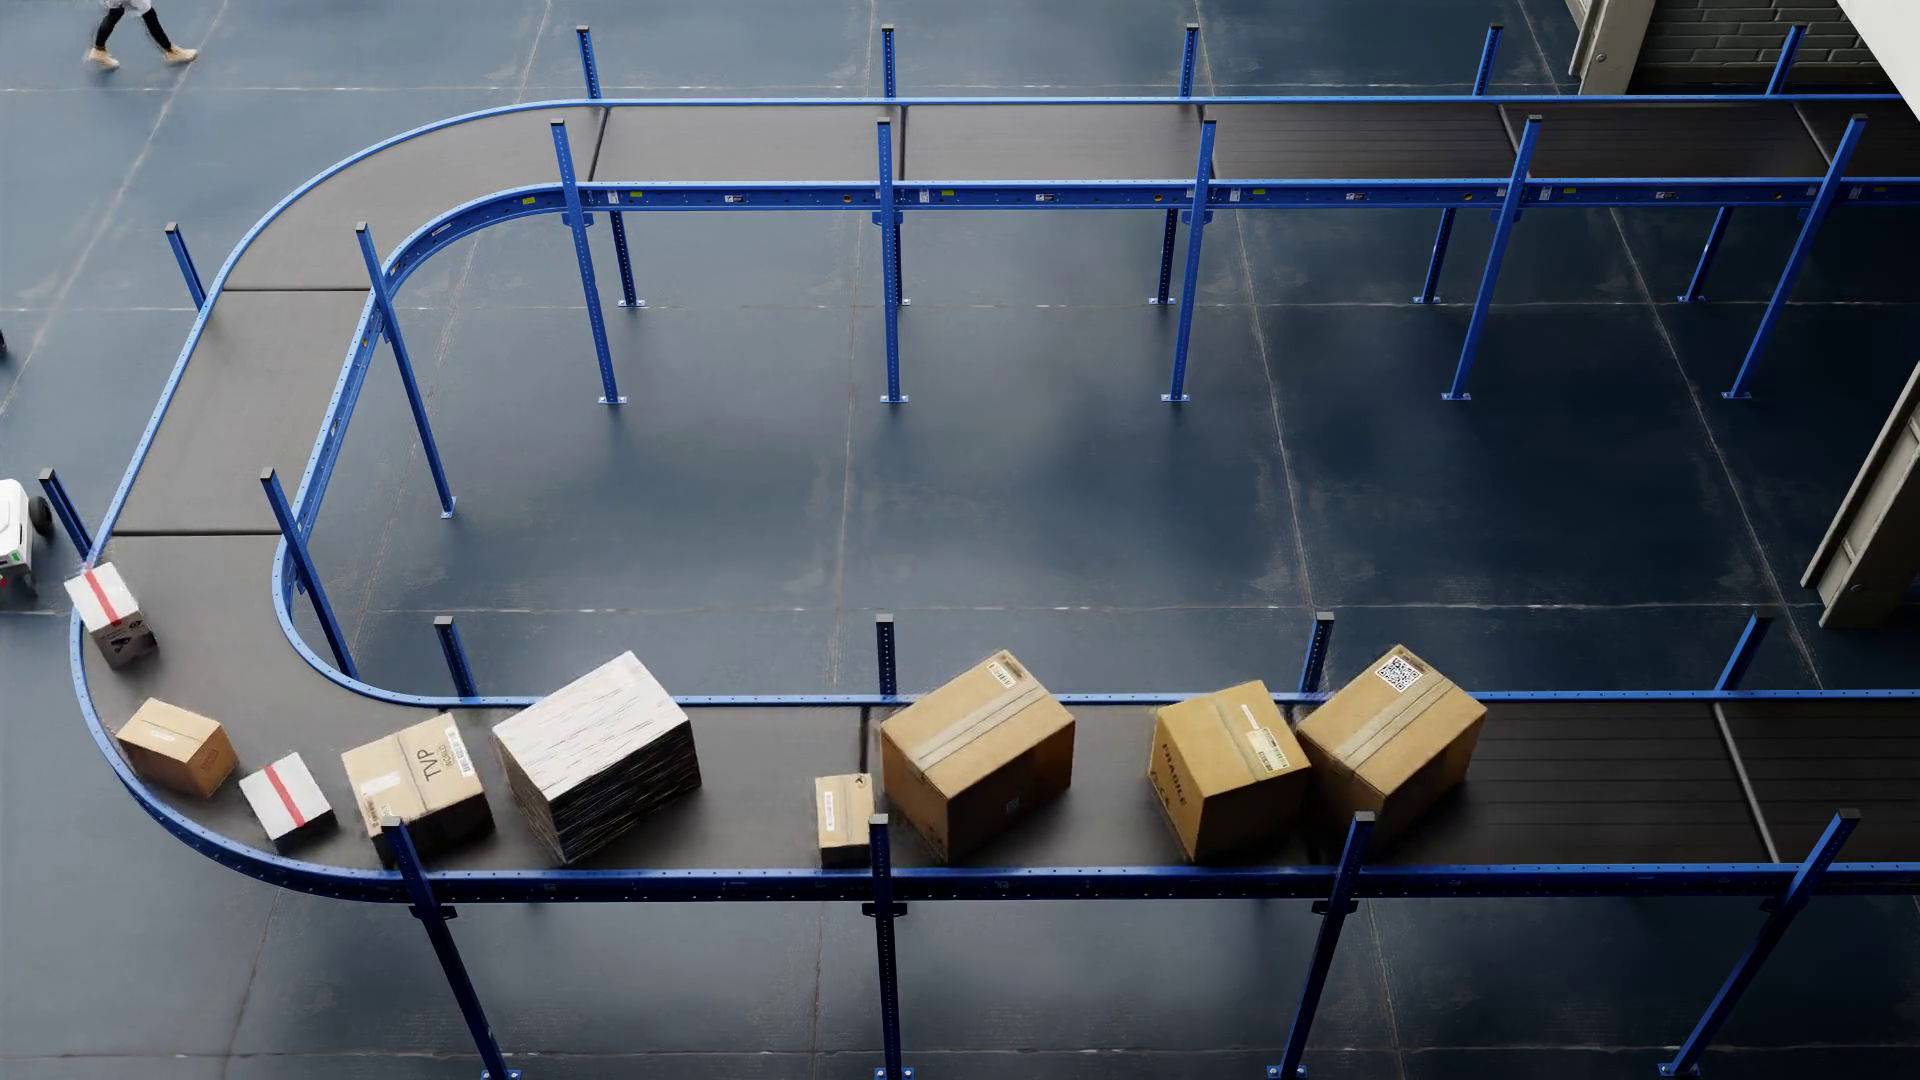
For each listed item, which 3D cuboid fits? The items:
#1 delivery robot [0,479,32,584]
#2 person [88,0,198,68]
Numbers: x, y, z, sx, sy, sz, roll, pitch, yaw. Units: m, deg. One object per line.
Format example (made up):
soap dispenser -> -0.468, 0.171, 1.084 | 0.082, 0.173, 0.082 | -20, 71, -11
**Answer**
delivery robot -> -6.122, -0.060, 10.906 | 0.477, 0.478, 0.707 | -14, 48, -13
person -> -7.207, -4.753, 14.578 | 0.853, 1.661, 0.541 | -20, 50, -18
